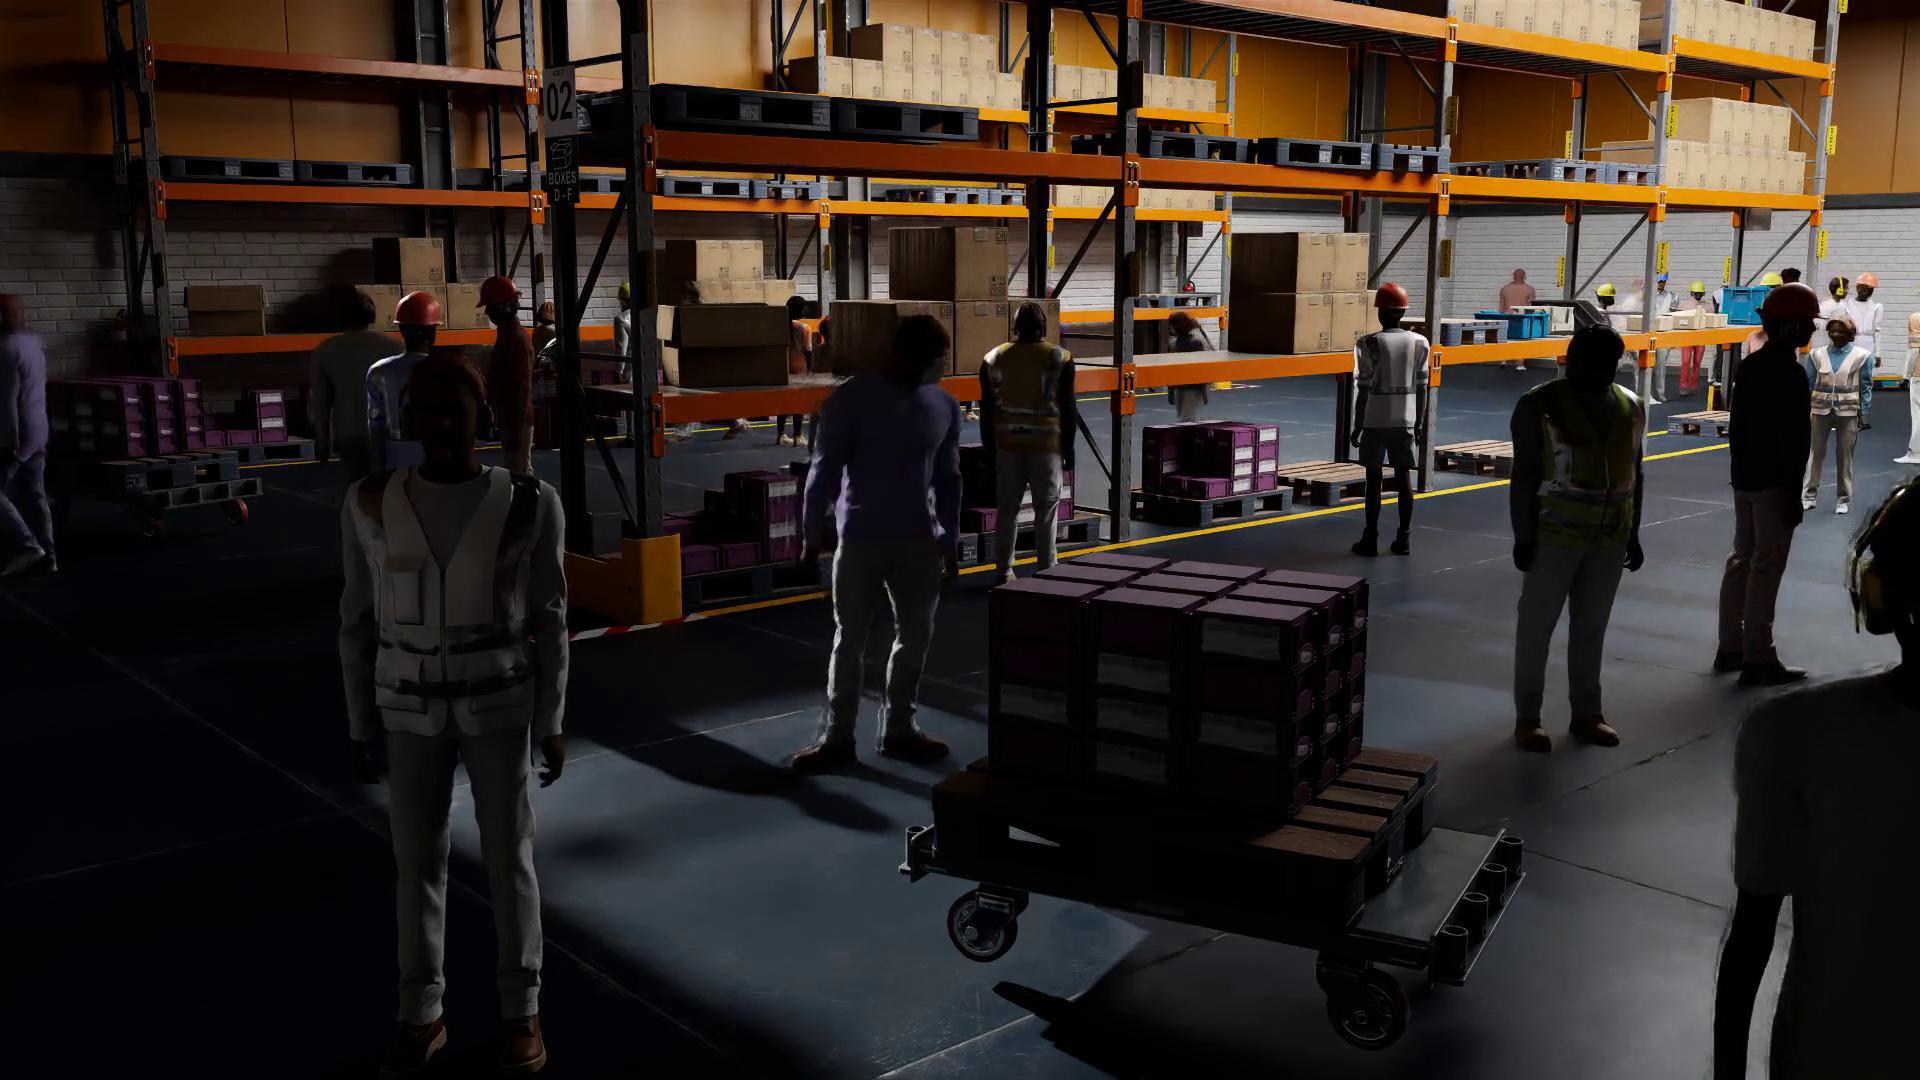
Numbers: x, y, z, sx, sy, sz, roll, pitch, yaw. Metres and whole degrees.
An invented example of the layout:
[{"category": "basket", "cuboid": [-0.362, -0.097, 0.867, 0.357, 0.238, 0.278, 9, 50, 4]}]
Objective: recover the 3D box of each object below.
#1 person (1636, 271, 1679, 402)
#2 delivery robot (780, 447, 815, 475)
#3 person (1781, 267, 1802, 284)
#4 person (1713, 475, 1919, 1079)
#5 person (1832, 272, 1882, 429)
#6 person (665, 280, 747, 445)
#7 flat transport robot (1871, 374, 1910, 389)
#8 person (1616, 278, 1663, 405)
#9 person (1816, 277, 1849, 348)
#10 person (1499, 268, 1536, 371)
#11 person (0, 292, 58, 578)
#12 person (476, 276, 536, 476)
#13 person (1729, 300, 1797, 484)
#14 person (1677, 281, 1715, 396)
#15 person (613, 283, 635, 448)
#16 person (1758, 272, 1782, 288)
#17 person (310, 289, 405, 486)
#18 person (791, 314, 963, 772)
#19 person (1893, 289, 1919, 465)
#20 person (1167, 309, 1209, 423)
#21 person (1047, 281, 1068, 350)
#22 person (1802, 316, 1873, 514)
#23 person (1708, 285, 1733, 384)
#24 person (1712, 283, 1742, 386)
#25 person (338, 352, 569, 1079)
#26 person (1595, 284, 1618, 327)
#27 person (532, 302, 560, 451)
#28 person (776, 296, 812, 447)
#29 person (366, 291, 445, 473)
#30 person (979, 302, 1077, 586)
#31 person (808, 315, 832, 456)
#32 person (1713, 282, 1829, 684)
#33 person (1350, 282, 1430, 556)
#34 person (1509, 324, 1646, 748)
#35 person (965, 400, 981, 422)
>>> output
[{"category": "person", "cuboid": [10.133, -2.975, 24.228, 0.605, 1.949, 0.384, 1, 10, 8]}, {"category": "delivery robot", "cuboid": [-1.145, -0.529, 13.705, 0.477, 0.478, 0.707, 8, 13, 40]}, {"category": "person", "cuboid": [11.685, -2.878, 23.610, 0.361, 1.962, 0.615, 1, 10, 8]}, {"category": "person", "cuboid": [1.291, 0.821, 2.283, 0.534, 1.851, 0.476, 3, 10, 19]}, {"category": "person", "cuboid": [11.028, -2.318, 20.470, 0.587, 1.922, 0.365, 1, 10, 4]}, {"category": "person", "cuboid": [-2.899, -2.033, 18.970, 0.695, 1.874, 1.015, 9, 14, 44]}, {"category": "flat transport robot", "cuboid": [14.757, -2.539, 26.577, 1.431, 0.197, 0.652, -1, 10, -7]}, {"category": "person", "cuboid": [9.640, -2.887, 24.088, 0.664, 1.837, 1.060, -8, 13, -39]}, {"category": "person", "cuboid": [11.222, -2.444, 21.381, 0.377, 1.856, 0.538, 2, 10, 9]}, {"category": "person", "cuboid": [10.362, -4.084, 30.861, 0.671, 1.901, 0.464, 8, 12, 38]}, {"category": "person", "cuboid": [-6.235, -0.674, 10.930, 0.454, 1.889, 0.675, -2, 10, -12]}, {"category": "person", "cuboid": [-3.114, -0.824, 11.524, 0.393, 1.985, 0.611, -4, 10, -20]}, {"category": "person", "cuboid": [7.406, -1.359, 15.293, 0.309, 1.772, 0.525, -5, 11, -29]}, {"category": "person", "cuboid": [11.171, -3.042, 25.226, 0.534, 1.739, 0.757, 2, 10, 11]}, {"category": "person", "cuboid": [-3.643, -1.935, 18.487, 0.403, 1.828, 0.594, 6, 11, 30]}, {"category": "person", "cuboid": [10.235, -2.426, 21.077, 0.591, 1.925, 0.378, -8, 12, -38]}, {"category": "person", "cuboid": [-3.924, -0.687, 10.924, 0.622, 1.916, 0.713, -1, 10, -6]}, {"category": "person", "cuboid": [-0.349, 0.024, 6.854, 0.781, 1.904, 0.358, -5, 11, -26]}, {"category": "person", "cuboid": [9.864, -1.724, 16.956, 0.586, 1.930, 0.359, -3, 10, -15]}, {"category": "person", "cuboid": [2.218, -1.440, 16.224, 0.402, 1.604, 0.524, -5, 11, -29]}, {"category": "person", "cuboid": [0.716, -1.450, 15.459, 0.555, 1.907, 0.938, 3, 10, 18]}, {"category": "person", "cuboid": [7.241, -1.033, 13.770, 0.523, 1.636, 0.311, 8, 12, 39]}, {"category": "person", "cuboid": [12.699, -3.420, 27.729, 0.314, 1.642, 0.515, -1, 10, -6]}, {"category": "person", "cuboid": [12.596, -3.470, 27.221, 0.590, 1.917, 0.395, 3, 10, 19]}, {"category": "person", "cuboid": [-1.296, 0.462, 4.294, 0.575, 1.885, 0.355, -1, 10, -7]}, {"category": "person", "cuboid": [8.379, -2.457, 21.727, 0.328, 1.767, 0.532, 3, 10, 17]}, {"category": "person", "cuboid": [-4.499, -1.788, 18.224, 0.496, 1.629, 0.277, 9, 13, 42]}, {"category": "person", "cuboid": [-1.850, -1.885, 18.625, 0.533, 1.687, 0.320, 8, 12, 38]}, {"category": "person", "cuboid": [-2.856, -0.350, 8.891, 0.551, 1.937, 0.357, 0, 10, 2]}, {"category": "person", "cuboid": [0.437, -0.590, 10.607, 0.627, 1.836, 0.428, 3, 10, 19]}, {"category": "person", "cuboid": [-1.114, -1.247, 15.124, 0.526, 1.606, 0.718, 9, 13, 42]}, {"category": "person", "cuboid": [4.080, -0.288, 8.356, 0.390, 1.992, 0.624, 0, 10, 1]}, {"category": "person", "cuboid": [3.028, -0.847, 11.789, 0.545, 1.942, 0.354, -1, 10, -8]}, {"category": "person", "cuboid": [2.685, -0.014, 7.218, 0.619, 1.840, 0.430, -2, 10, -10]}, {"category": "person", "cuboid": [0.236, -2.352, 21.330, 0.319, 1.692, 0.533, -9, 13, -43]}]
